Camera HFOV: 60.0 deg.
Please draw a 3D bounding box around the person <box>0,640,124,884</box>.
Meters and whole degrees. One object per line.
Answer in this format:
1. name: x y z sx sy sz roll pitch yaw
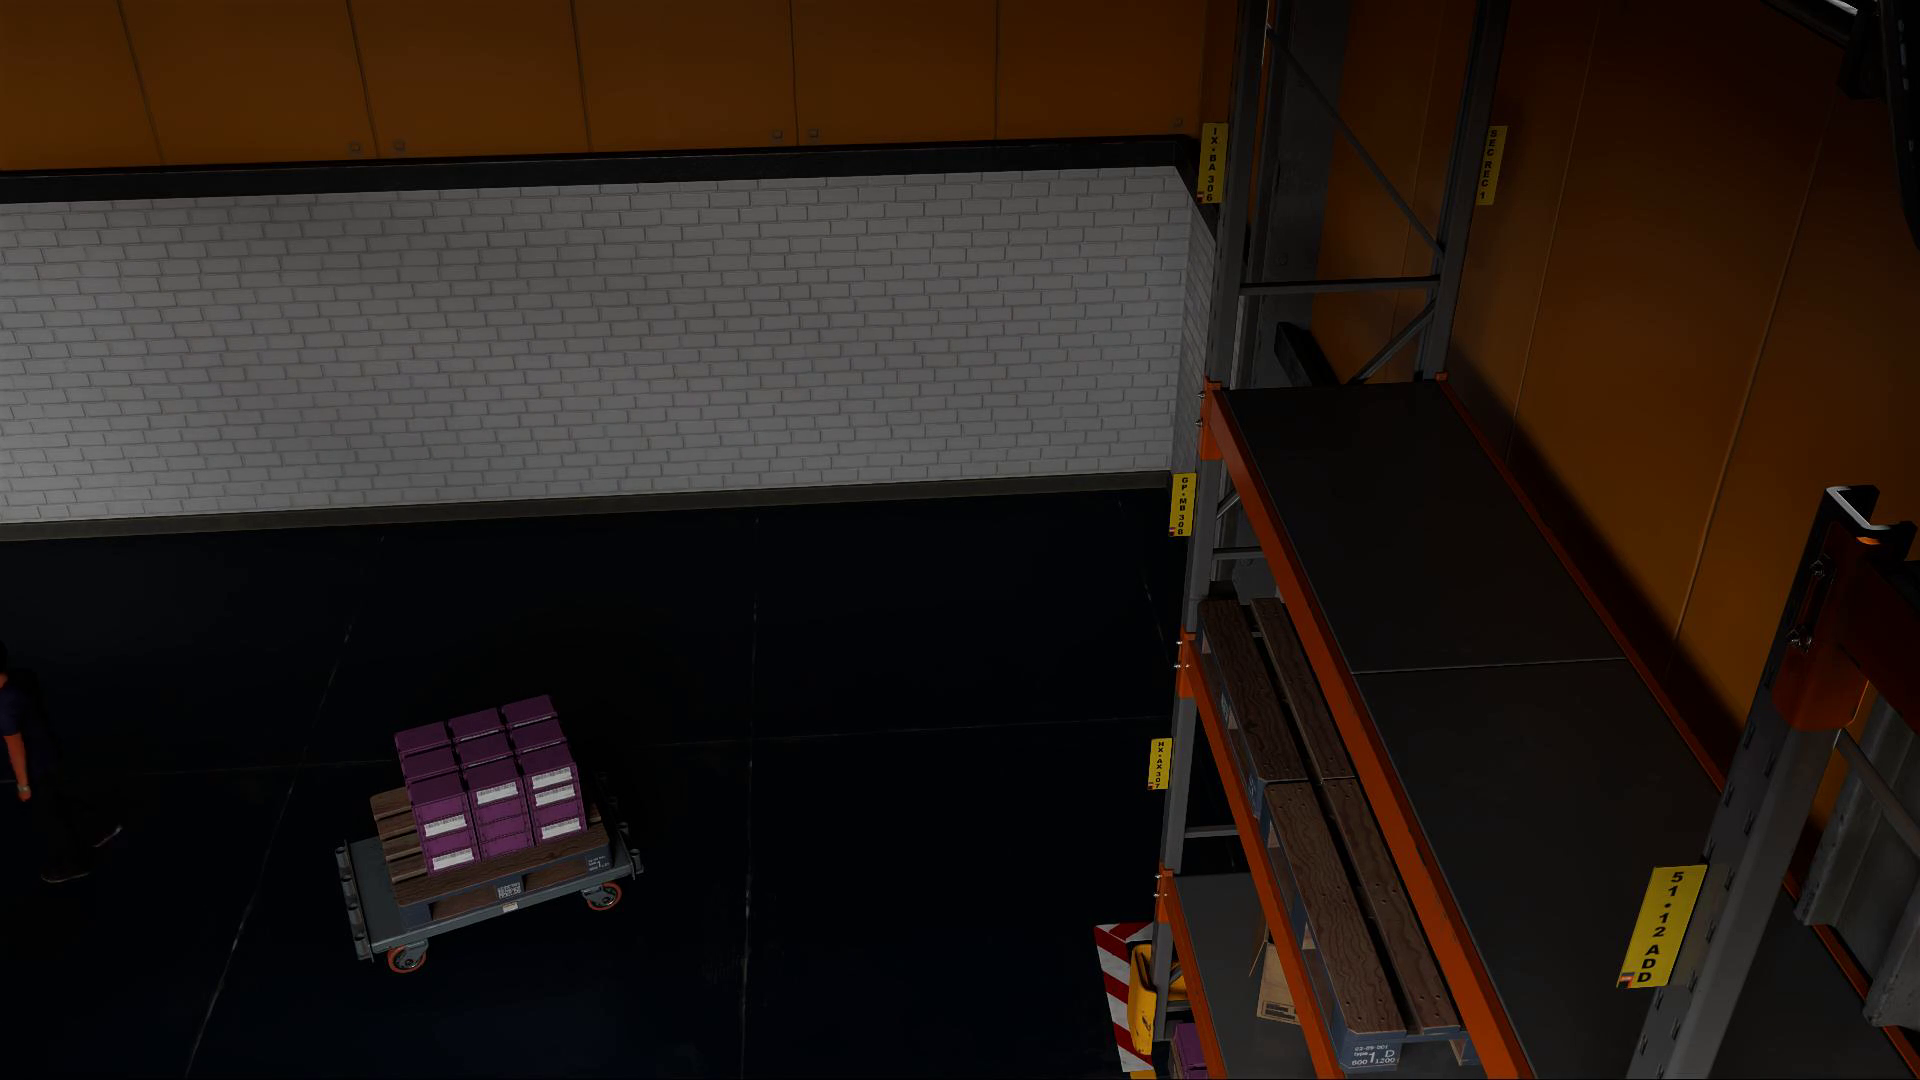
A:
1. person: -5.359 1.291 9.806 0.797 1.779 0.747 -11 35 -16
